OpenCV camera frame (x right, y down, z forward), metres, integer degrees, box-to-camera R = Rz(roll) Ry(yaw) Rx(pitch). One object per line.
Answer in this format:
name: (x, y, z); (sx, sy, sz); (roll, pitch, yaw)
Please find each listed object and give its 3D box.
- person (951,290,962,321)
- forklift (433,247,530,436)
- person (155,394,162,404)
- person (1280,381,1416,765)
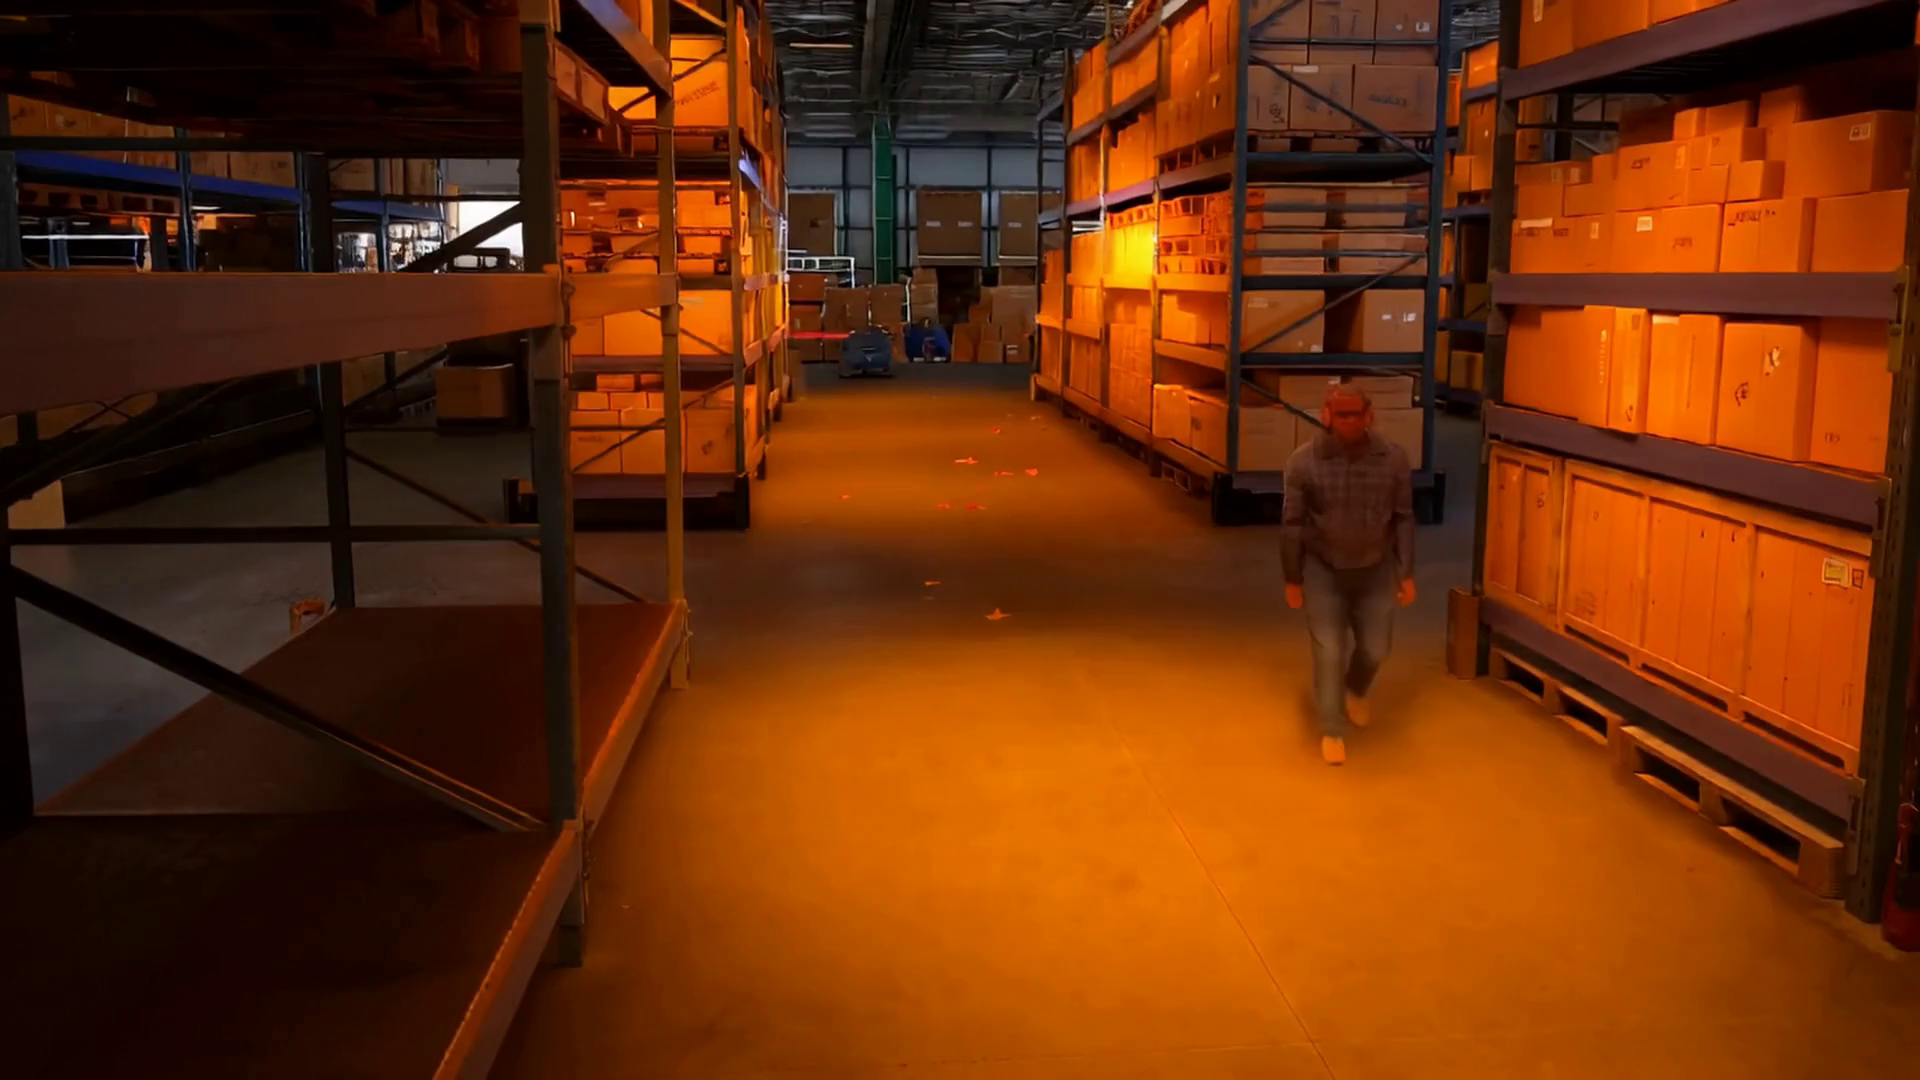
person: (-0.205, -7.667, 57.309); (0.873, 1.914, 0.630); (-3, 10, -21)
forklift: (-7.237, -3.017, 25.076); (1.129, 2.768, 1.873); (-1, 9, -4)
person: (-14.191, -3.297, 29.909); (0.553, 1.908, 0.893); (4, 10, 23)
person: (1.933, 0.140, 8.347); (0.668, 1.889, 0.630); (1, 9, 7)
